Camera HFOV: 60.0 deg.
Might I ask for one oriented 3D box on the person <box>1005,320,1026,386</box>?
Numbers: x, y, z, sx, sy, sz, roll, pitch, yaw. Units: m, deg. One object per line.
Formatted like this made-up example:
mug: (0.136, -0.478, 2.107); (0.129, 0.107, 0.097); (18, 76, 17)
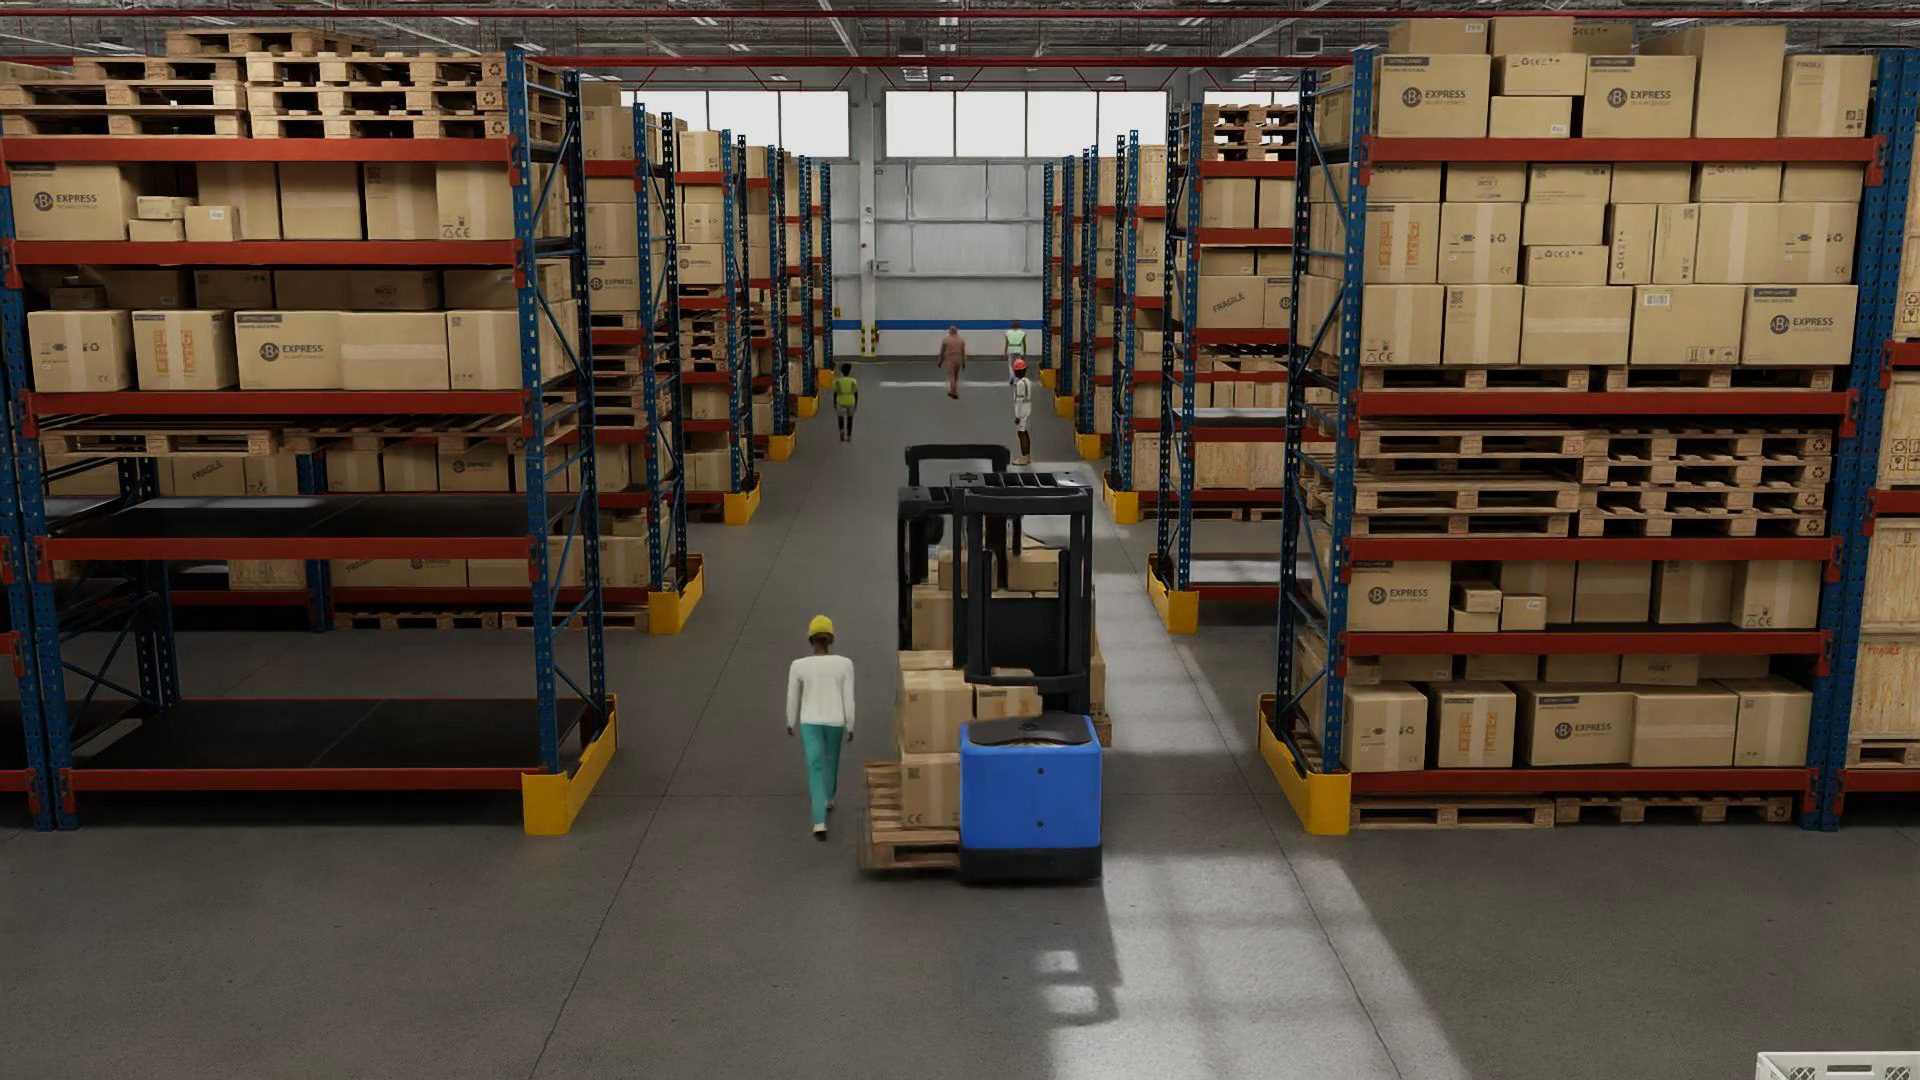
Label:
person: (1.530, -5.177, 45.981); (0.601, 1.818, 0.766); (0, 11, 1)

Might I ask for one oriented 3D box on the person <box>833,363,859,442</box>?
person: (-2.392, -2.881, 34.954); (0.540, 1.677, 0.521); (-1, 11, -3)

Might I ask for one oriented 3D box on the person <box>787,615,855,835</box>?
person: (-1.107, 1.461, 13.349); (0.530, 1.724, 0.909); (-2, 12, -11)

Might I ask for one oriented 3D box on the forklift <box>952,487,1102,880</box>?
forklift: (0.495, 0.986, 12.813); (1.129, 2.768, 1.873); (0, 11, -2)

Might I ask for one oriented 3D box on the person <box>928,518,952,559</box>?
person: (-0.227, 0.581, 17.839); (0.551, 1.652, 0.850); (5, 13, 24)

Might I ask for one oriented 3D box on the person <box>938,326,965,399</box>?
person: (-0.172, -4.596, 43.033); (0.642, 1.863, 0.967); (-5, 13, -24)

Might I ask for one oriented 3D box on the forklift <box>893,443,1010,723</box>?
forklift: (-0.031, 0.526, 15.093); (1.129, 2.768, 1.873); (-1, 11, -5)

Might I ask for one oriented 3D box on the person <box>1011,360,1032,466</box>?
person: (1.166, -2.440, 31.917); (0.405, 2.035, 0.601); (3, 12, 13)
